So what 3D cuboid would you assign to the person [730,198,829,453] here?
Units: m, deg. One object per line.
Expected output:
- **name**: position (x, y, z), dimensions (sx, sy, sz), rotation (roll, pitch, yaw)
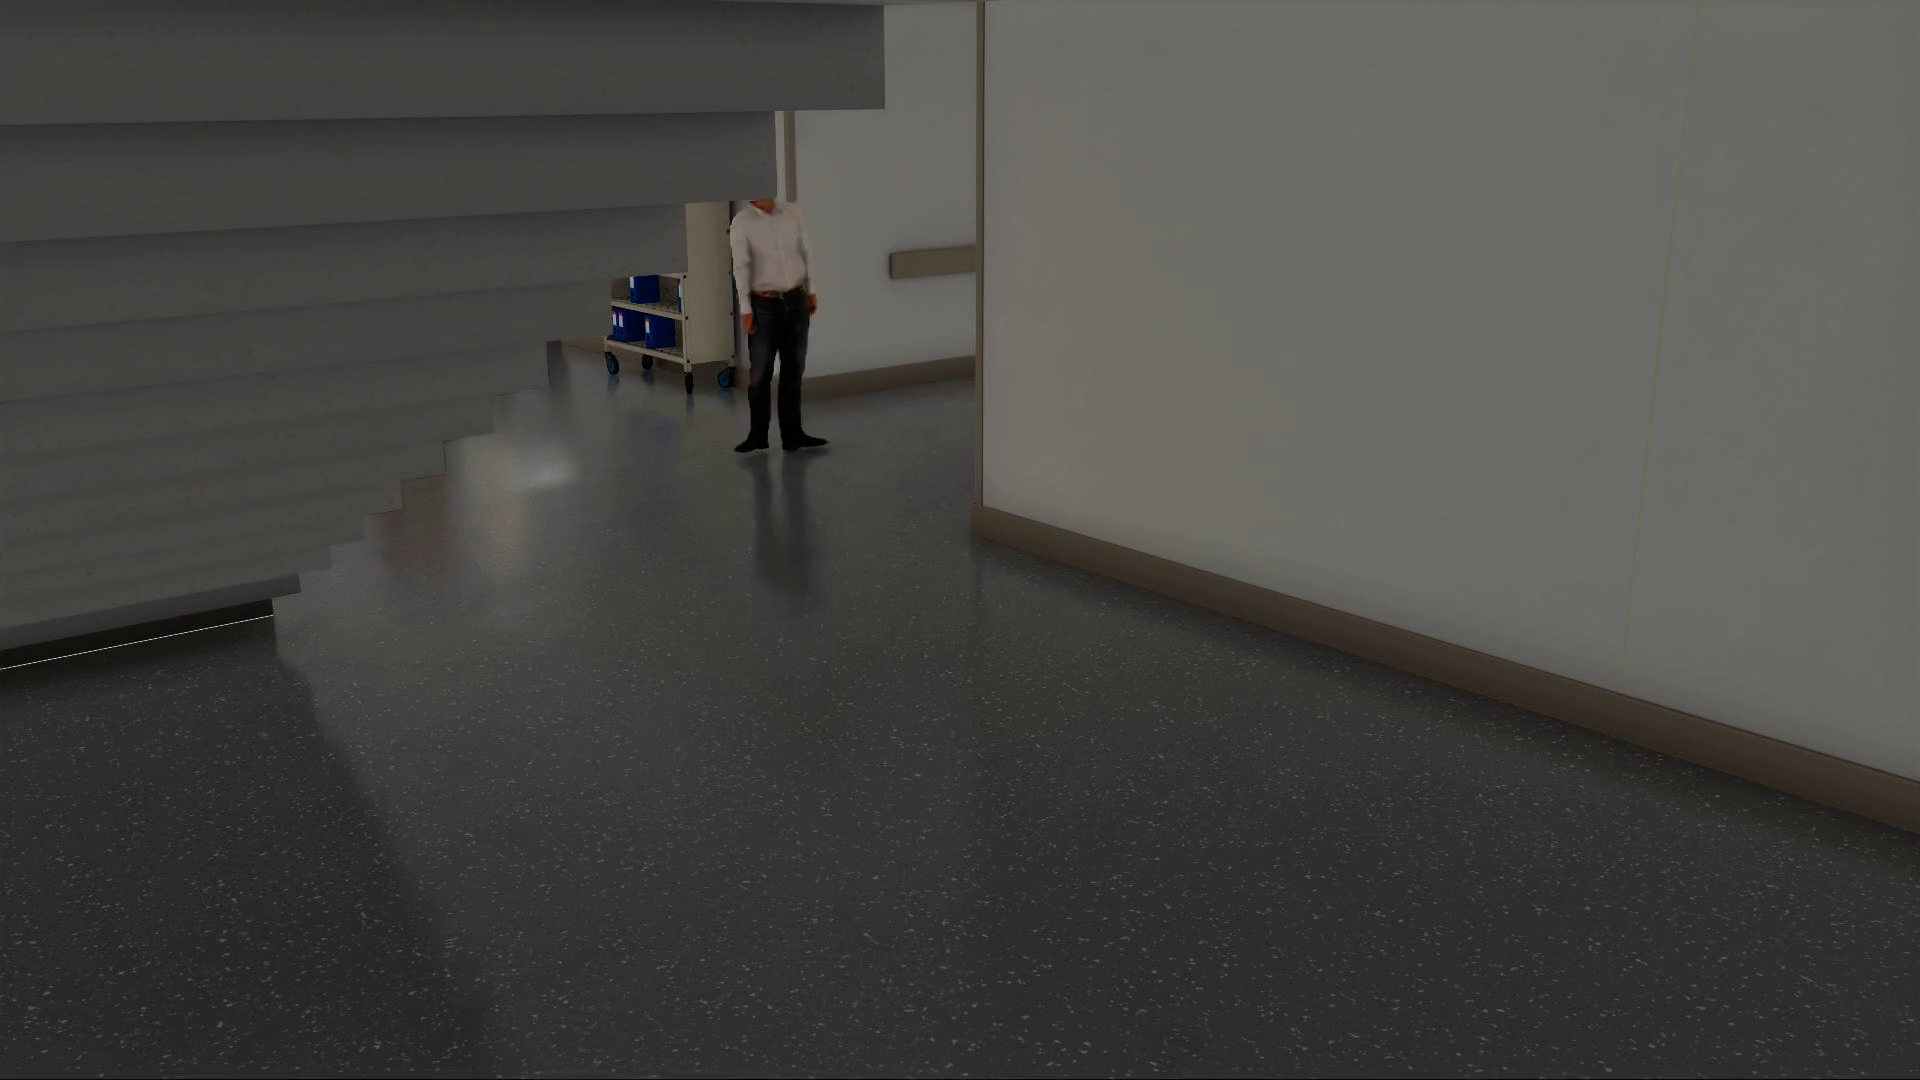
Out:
- **person**: position (-1.070, -1.404, 10.096), dimensions (0.574, 1.765, 0.784), rotation (14, 21, 41)
